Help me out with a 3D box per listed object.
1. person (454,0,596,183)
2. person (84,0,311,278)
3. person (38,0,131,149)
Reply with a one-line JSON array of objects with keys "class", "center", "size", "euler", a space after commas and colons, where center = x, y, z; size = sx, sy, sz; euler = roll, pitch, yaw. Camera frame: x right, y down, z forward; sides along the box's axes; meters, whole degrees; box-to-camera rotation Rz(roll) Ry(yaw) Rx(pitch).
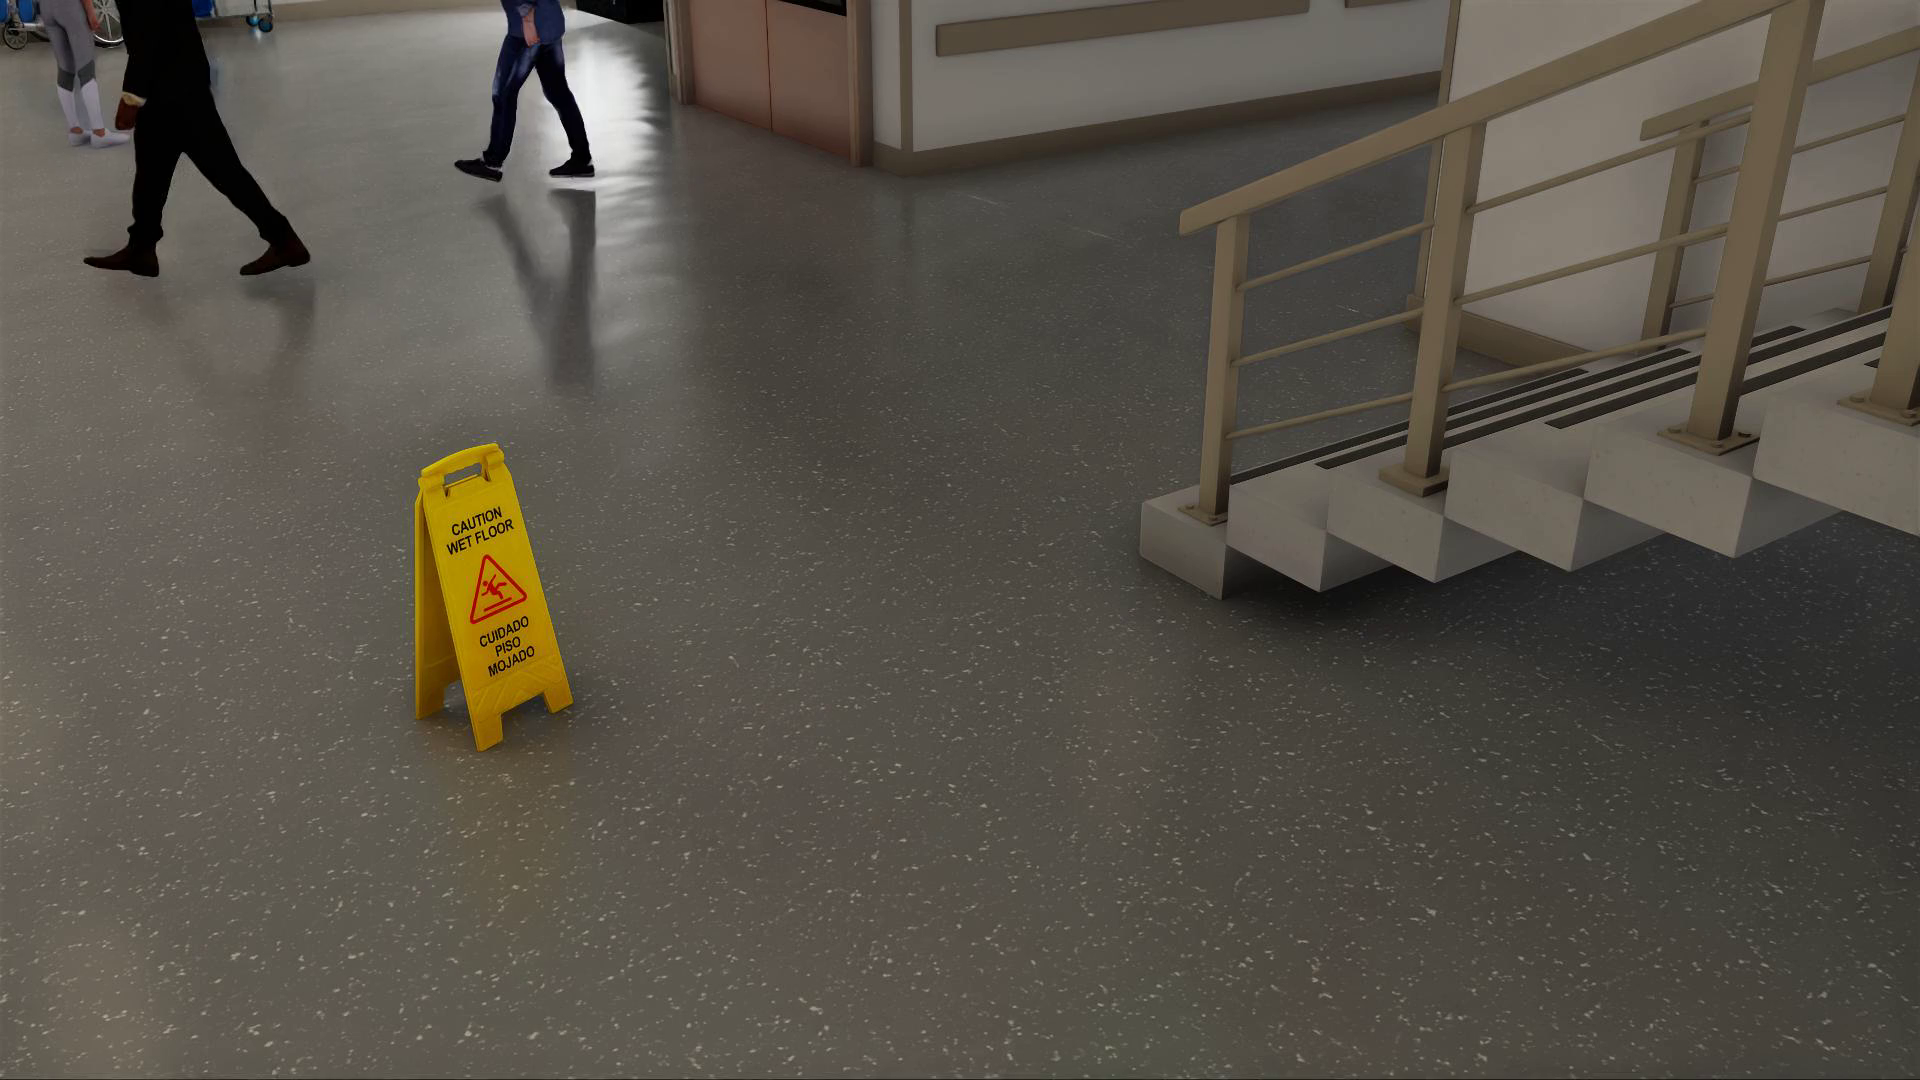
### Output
[{"class": "person", "center": [-2.444, -2.989, 9.815], "size": [1.155, 1.793, 1.130], "euler": [1, 26, 2]}, {"class": "person", "center": [-3.652, -2.131, 7.965], "size": [1.002, 1.854, 1.299], "euler": [-8, 27, -16]}, {"class": "person", "center": [-5.851, -3.444, 10.860], "size": [0.616, 1.704, 0.709], "euler": [9, 27, 19]}]
